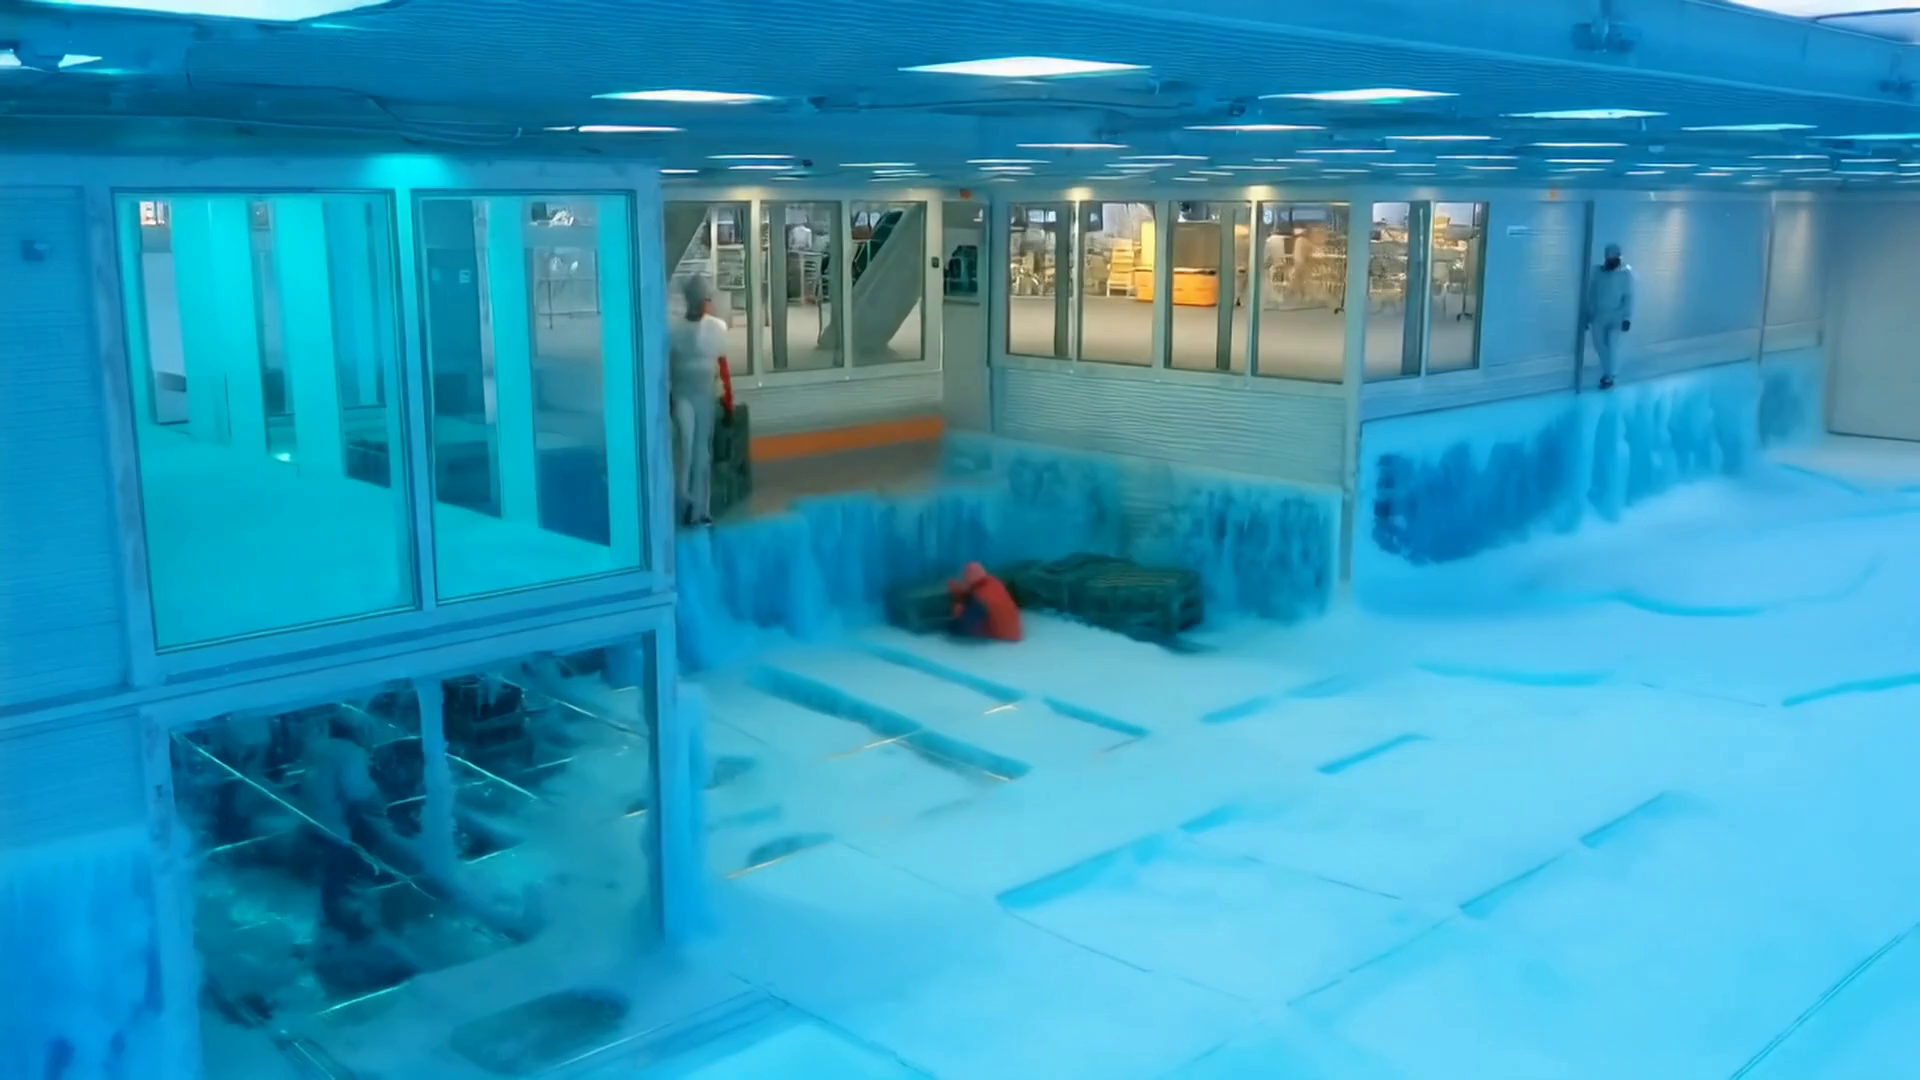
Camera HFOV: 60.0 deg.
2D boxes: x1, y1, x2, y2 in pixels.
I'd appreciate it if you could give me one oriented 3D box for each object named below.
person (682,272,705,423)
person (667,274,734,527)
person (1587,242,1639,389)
[{"bbox_3d":[-2.879,-2.085,18.087,0.282,1.636,0.500,-1,11,-7],"label":"person"},{"bbox_3d":[-1.924,-1.005,12.142,0.560,1.852,0.493,-6,13,-26],"label":"person"},{"bbox_3d":[8.462,-2.912,21.602,0.534,1.891,0.646,-11,15,-43],"label":"person"}]
